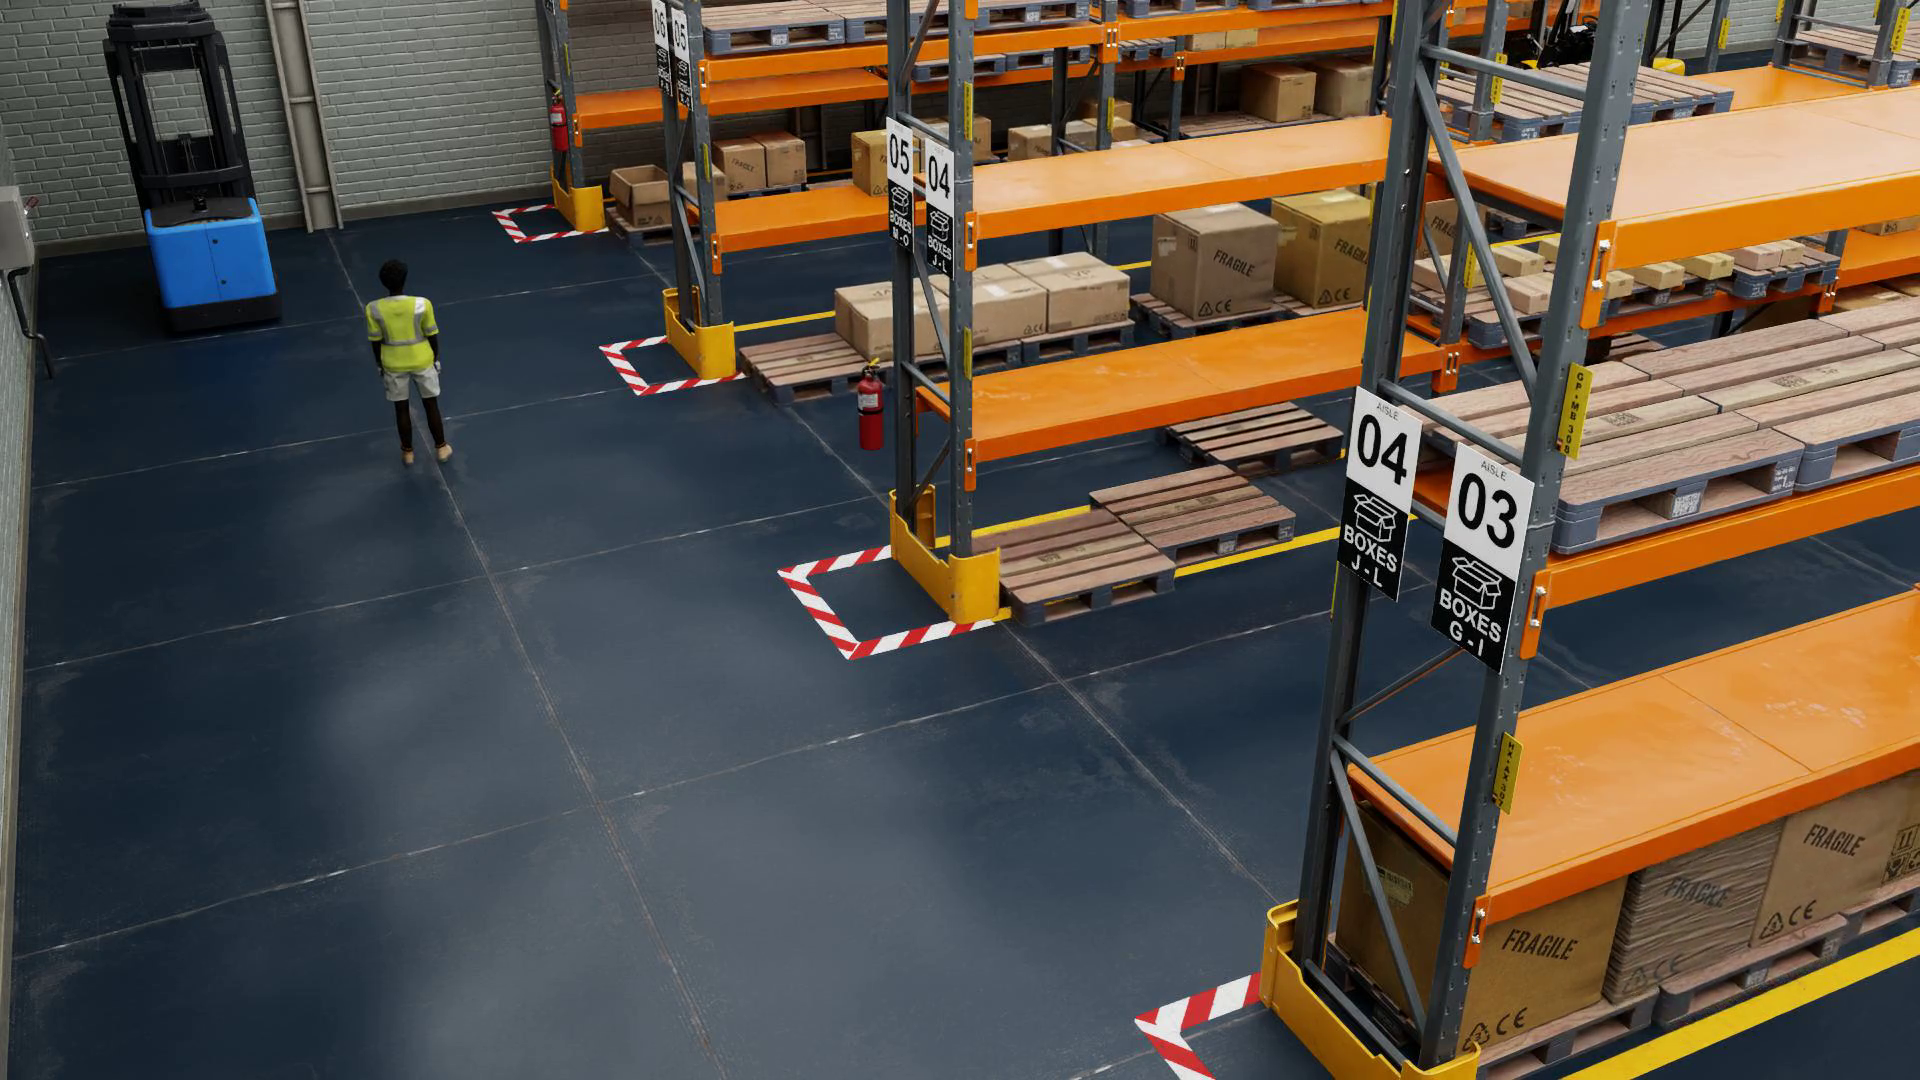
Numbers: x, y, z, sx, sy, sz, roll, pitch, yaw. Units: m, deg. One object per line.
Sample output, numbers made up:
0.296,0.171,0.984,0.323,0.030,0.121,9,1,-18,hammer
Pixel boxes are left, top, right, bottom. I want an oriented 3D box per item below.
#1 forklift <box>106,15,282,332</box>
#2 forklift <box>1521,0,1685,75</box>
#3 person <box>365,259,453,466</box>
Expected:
-7.548,-3.672,16.323,1.129,2.768,1.873,-12,30,-22,forklift
8.950,-6.807,23.056,1.214,2.155,2.313,-12,30,-22,forklift
-4.390,-1.400,13.231,0.534,1.696,0.322,-6,28,-11,person
